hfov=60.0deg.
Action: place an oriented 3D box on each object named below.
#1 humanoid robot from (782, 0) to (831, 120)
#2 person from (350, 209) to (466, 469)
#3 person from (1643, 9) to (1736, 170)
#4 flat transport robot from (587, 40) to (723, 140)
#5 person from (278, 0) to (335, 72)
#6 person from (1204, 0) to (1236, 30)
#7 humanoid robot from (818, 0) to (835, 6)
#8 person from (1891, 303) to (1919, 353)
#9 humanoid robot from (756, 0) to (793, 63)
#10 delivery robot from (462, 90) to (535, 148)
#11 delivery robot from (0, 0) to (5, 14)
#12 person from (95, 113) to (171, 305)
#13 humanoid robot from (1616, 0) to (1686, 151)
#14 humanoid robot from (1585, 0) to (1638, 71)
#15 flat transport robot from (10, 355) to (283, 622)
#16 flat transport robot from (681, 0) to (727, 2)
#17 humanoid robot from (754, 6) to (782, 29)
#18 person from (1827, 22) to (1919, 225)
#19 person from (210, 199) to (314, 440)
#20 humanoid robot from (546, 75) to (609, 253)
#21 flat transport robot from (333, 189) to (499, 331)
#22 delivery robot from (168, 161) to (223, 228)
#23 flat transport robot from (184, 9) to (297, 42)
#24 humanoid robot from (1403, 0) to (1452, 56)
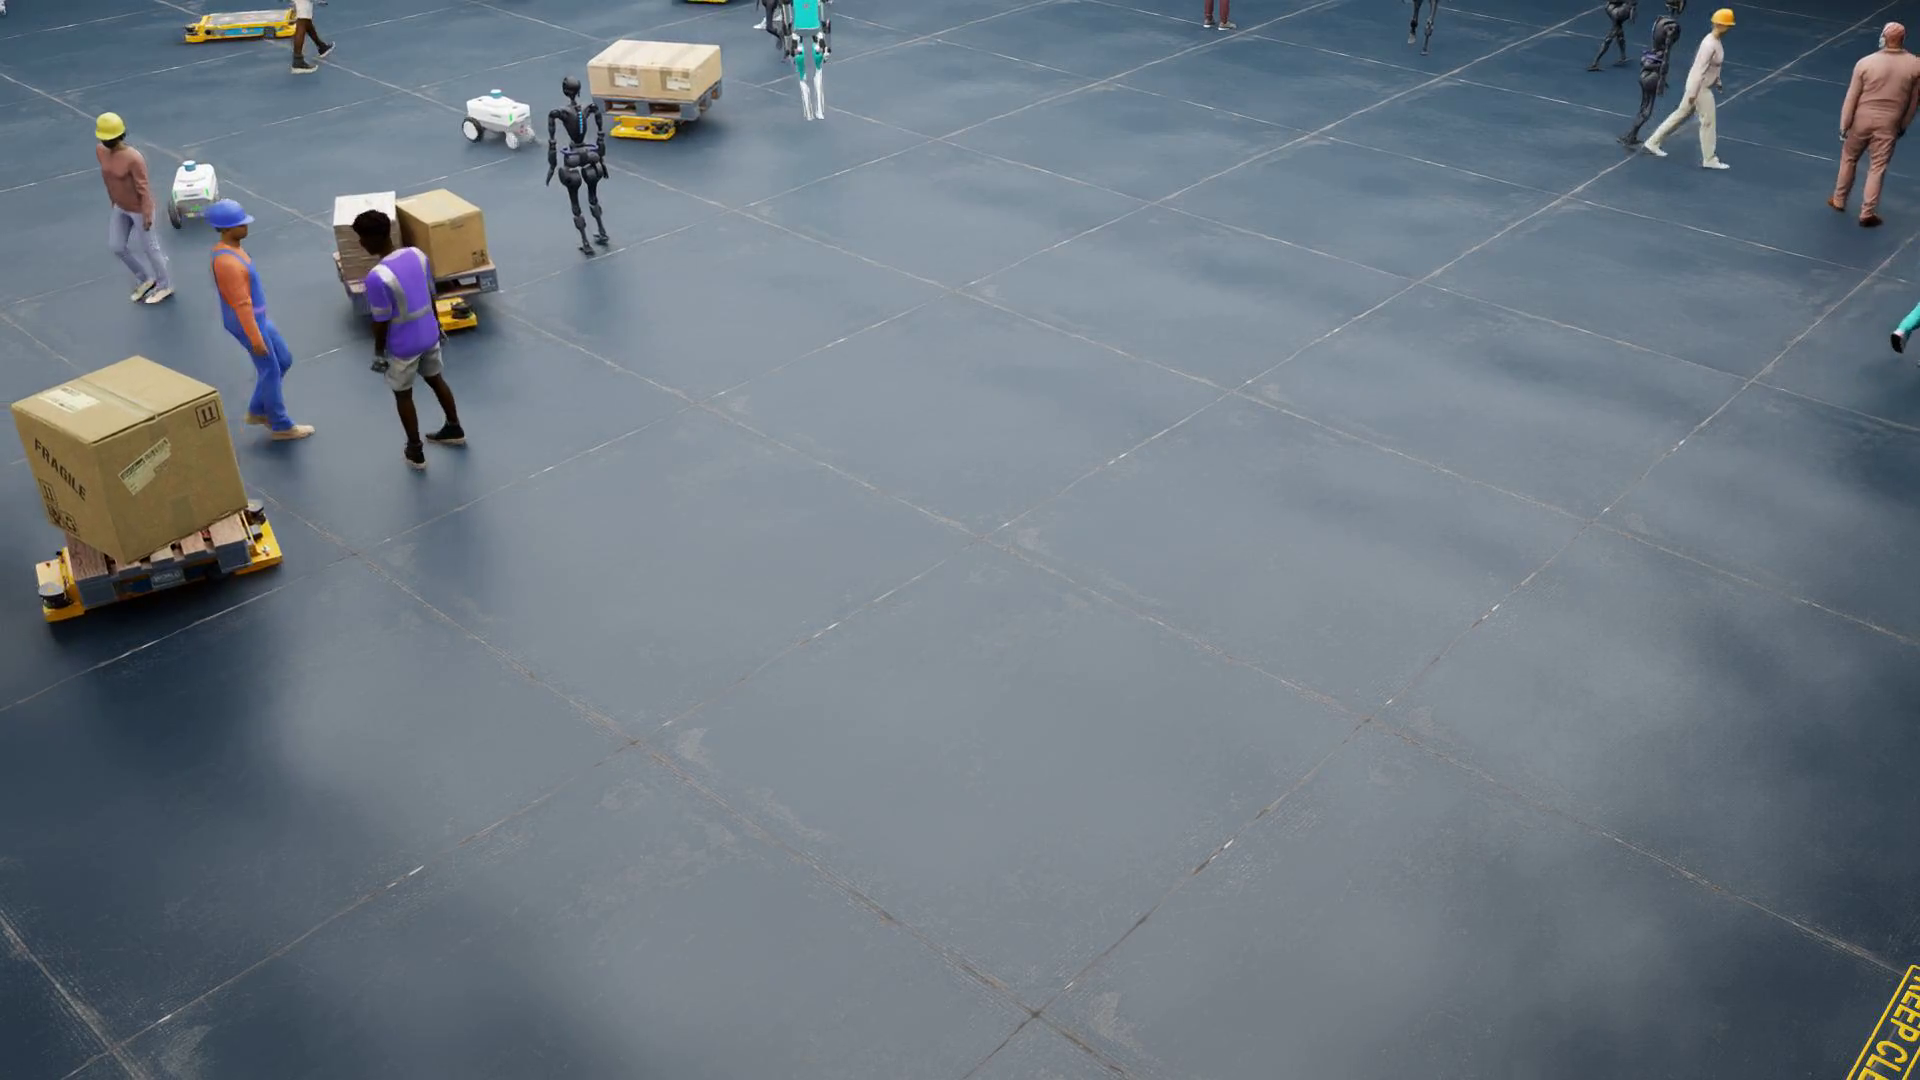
[{"bbox_3d":[-1.723,-5.554,18.809,0.540,1.858,0.788,-4,32,-6],"label":"humanoid robot"},{"bbox_3d":[-3.944,-1.455,11.917,0.419,1.939,0.641,12,34,19],"label":"person"},{"bbox_3d":[7.797,-4.780,17.544,0.872,1.648,0.448,12,34,19],"label":"person"},{"bbox_3d":[-3.423,-4.893,19.034,0.659,0.231,1.431,6,32,10],"label":"flat transport robot"},{"bbox_3d":[-8.167,-6.865,20.660,0.665,1.904,0.974,13,34,20],"label":"person"},{"bbox_3d":[3.496,-7.750,22.177,0.537,1.804,0.383,27,41,36],"label":"person"},{"bbox_3d":[-1.923,-8.348,23.215,0.759,1.798,0.535,-1,32,-2],"label":"humanoid robot"},{"bbox_3d":[7.941,-2.194,13.267,0.444,1.763,0.556,-8,33,-12],"label":"person"},{"bbox_3d":[-2.274,-6.897,20.931,0.606,1.650,0.482,9,33,13],"label":"humanoid robot"},{"bbox_3d":[-5.116,-4.677,18.429,0.809,0.611,0.499,18,36,26],"label":"delivery robot"},{"bbox_3d":[-13.585,-7.463,22.913,0.780,0.608,0.525,-4,32,-7],"label":"delivery robot"},{"bbox_3d":[-7.139,-2.840,14.320,0.553,1.738,0.453,13,34,21],"label":"person"},{"bbox_3d":[7.460,-5.073,17.993,0.451,1.648,0.617,6,32,10],"label":"humanoid robot"},{"bbox_3d":[8.206,-6.621,20.502,0.736,1.630,0.599,-4,32,-7],"label":"humanoid robot"},{"bbox_3d":[-5.288,0.113,10.973,1.431,0.231,0.659,-17,35,-25],"label":"flat transport robot"},{"bbox_3d":[-3.549,-8.062,24.136,0.659,0.231,1.431,5,32,7],"label":"flat transport robot"},{"bbox_3d":[-2.455,-7.764,22.265,0.760,1.769,0.535,-11,33,-17],"label":"humanoid robot"},{"bbox_3d":[8.887,-4.027,16.137,0.662,1.866,0.697,10,33,15],"label":"person"},{"bbox_3d":[-5.156,-1.590,12.177,0.421,1.898,0.547,-10,33,-16],"label":"person"},{"bbox_3d":[-3.582,-3.504,15.461,0.593,1.655,0.443,-21,38,-30],"label":"humanoid robot"},{"bbox_3d":[-4.758,-2.165,14.641,0.659,0.231,1.431,-15,35,-23],"label":"flat transport robot"},{"bbox_3d":[-7.535,-3.418,16.401,0.499,0.608,0.799,-9,33,-15],"label":"delivery robot"},{"bbox_3d":[-9.539,-6.865,22.208,1.431,0.231,0.659,-8,33,-12],"label":"flat transport robot"},{"bbox_3d":[6.006,-7.102,21.275,0.610,1.640,0.650,6,32,9],"label":"humanoid robot"}]
